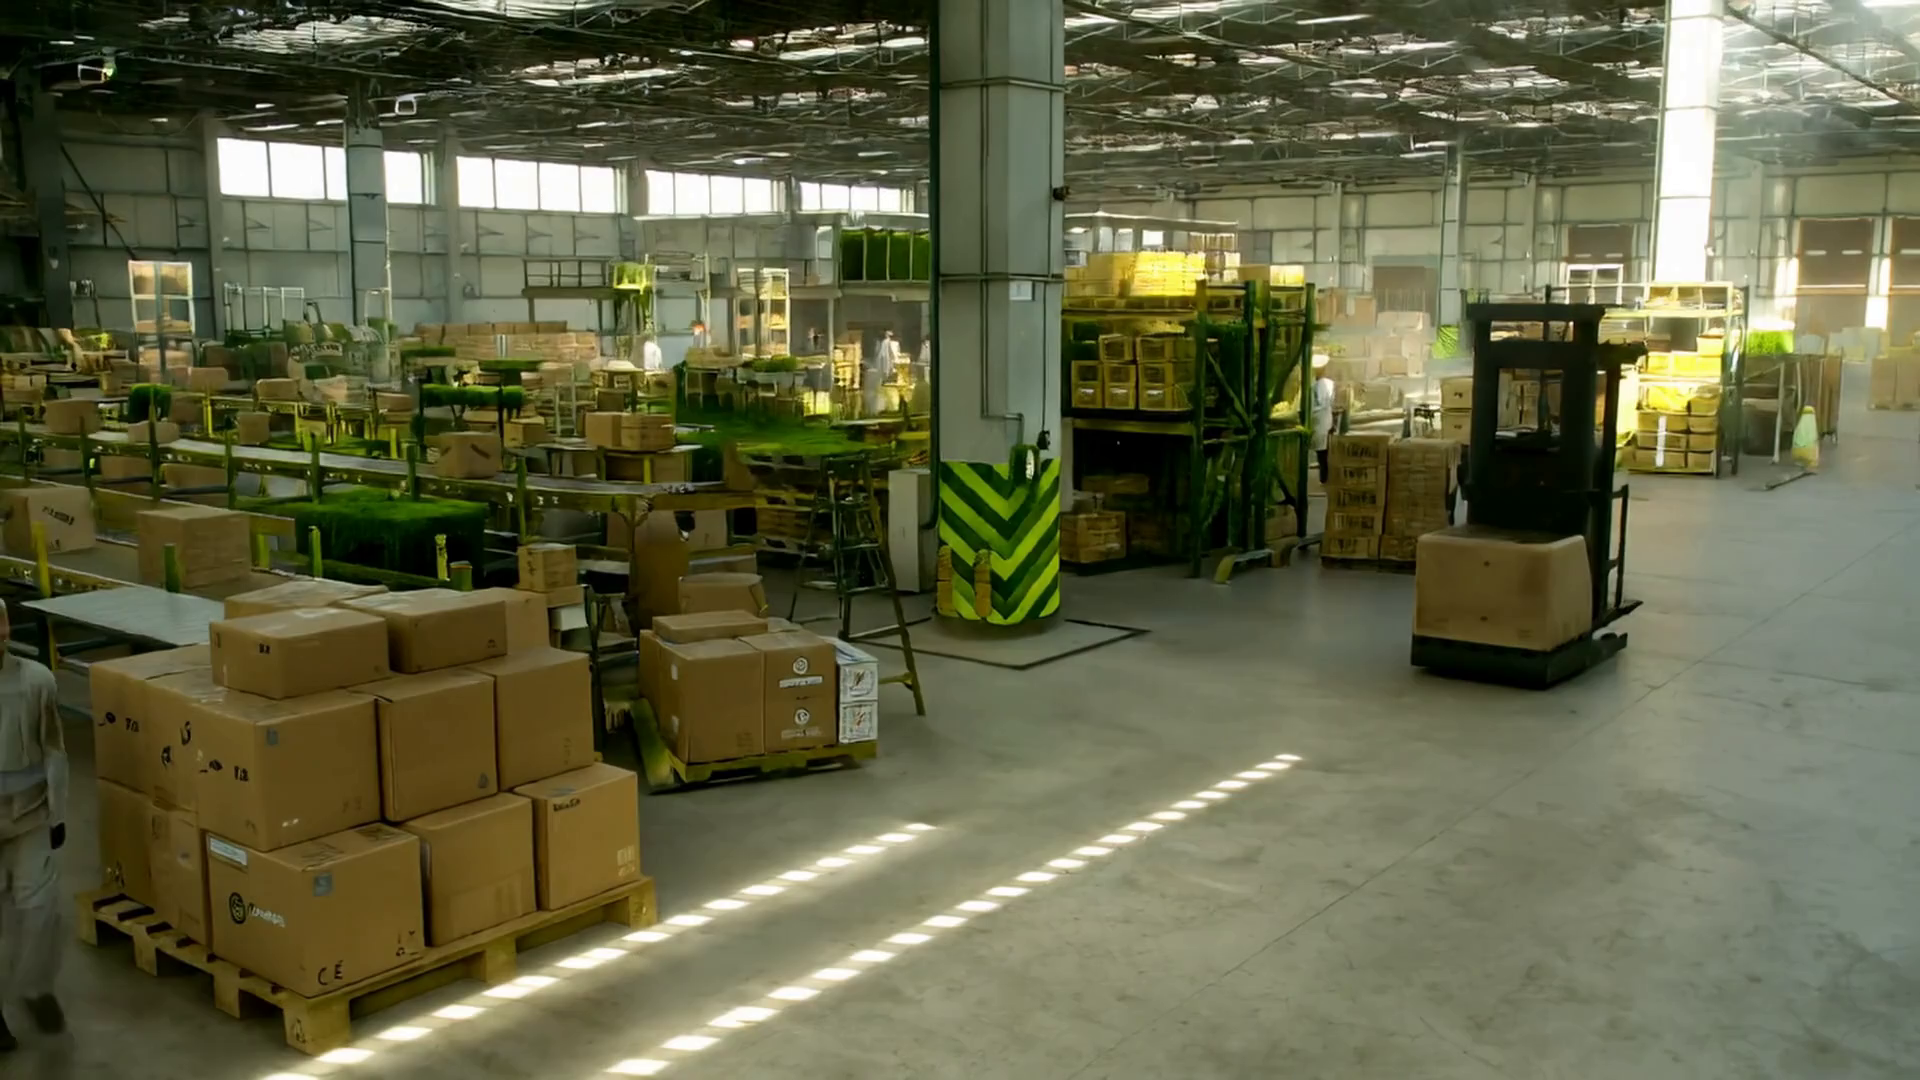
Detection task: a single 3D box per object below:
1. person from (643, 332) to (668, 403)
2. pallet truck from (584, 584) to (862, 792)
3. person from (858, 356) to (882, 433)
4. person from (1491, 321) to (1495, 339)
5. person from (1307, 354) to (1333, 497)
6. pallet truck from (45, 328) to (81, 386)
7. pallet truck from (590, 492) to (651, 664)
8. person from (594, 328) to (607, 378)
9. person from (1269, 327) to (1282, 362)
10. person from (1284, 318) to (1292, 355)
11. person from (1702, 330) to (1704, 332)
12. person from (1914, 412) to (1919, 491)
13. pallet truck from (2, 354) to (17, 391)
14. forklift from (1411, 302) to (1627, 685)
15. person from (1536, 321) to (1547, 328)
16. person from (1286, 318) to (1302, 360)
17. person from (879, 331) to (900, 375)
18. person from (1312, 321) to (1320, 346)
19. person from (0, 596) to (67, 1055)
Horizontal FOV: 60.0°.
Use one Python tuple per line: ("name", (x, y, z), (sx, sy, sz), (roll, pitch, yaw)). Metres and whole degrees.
("person", (-8.038, -4.528, 43.750), (0.512, 1.885, 0.584), (-7, 11, -41))
("pallet truck", (-1.426, 0.805, 10.019), (1.601, 1.201, 0.680), (-4, 9, -26))
("person", (-1.859, -2.967, 34.203), (0.585, 1.606, 0.492), (-8, 12, -44))
("person", (20.020, -7.368, 62.919), (0.358, 1.881, 0.574), (-3, 9, -21))
("person", (5.118, -1.630, 23.699), (0.371, 2.044, 0.608), (2, 9, 14))
("pallet truck", (-23.775, -4.544, 43.495), (1.885, 1.965, 0.823), (6, 10, 35))
("pallet truck", (-3.115, 0.344, 12.883), (0.653, 1.274, 1.630), (7, 11, 37))
("person", (-12.309, -6.392, 56.852), (0.506, 1.721, 0.670), (7, 11, 39))
("person", (10.219, -6.012, 53.778), (0.566, 1.880, 1.010), (-6, 10, -35))
("person", (15.320, -9.485, 77.386), (0.511, 1.828, 0.501), (2, 9, 16))
("person", (24.642, -6.395, 55.825), (0.538, 2.000, 0.684), (-2, 9, -15))
("person", (14.111, -1.523, 24.066), (0.542, 1.720, 0.918), (1, 9, 7))
("pallet truck", (-24.881, -4.417, 42.634), (1.885, 1.965, 0.823), (8, 11, 41))
("forklift", (4.379, -0.438, 12.852), (1.129, 2.768, 1.873), (7, 11, 37))
("person", (24.908, -8.598, 71.051), (0.615, 1.926, 0.569), (2, 9, 11))
("person", (13.585, -8.039, 67.400), (0.614, 1.882, 0.882), (6, 10, 34))
("person", (-2.030, -5.071, 47.596), (0.602, 1.830, 0.404), (1, 8, 5))
("person", (12.982, -6.983, 60.268), (0.849, 1.911, 0.553), (2, 9, 14))
("person", (-3.690, 1.066, 6.310), (0.594, 1.818, 0.427), (-7, 11, -40))
